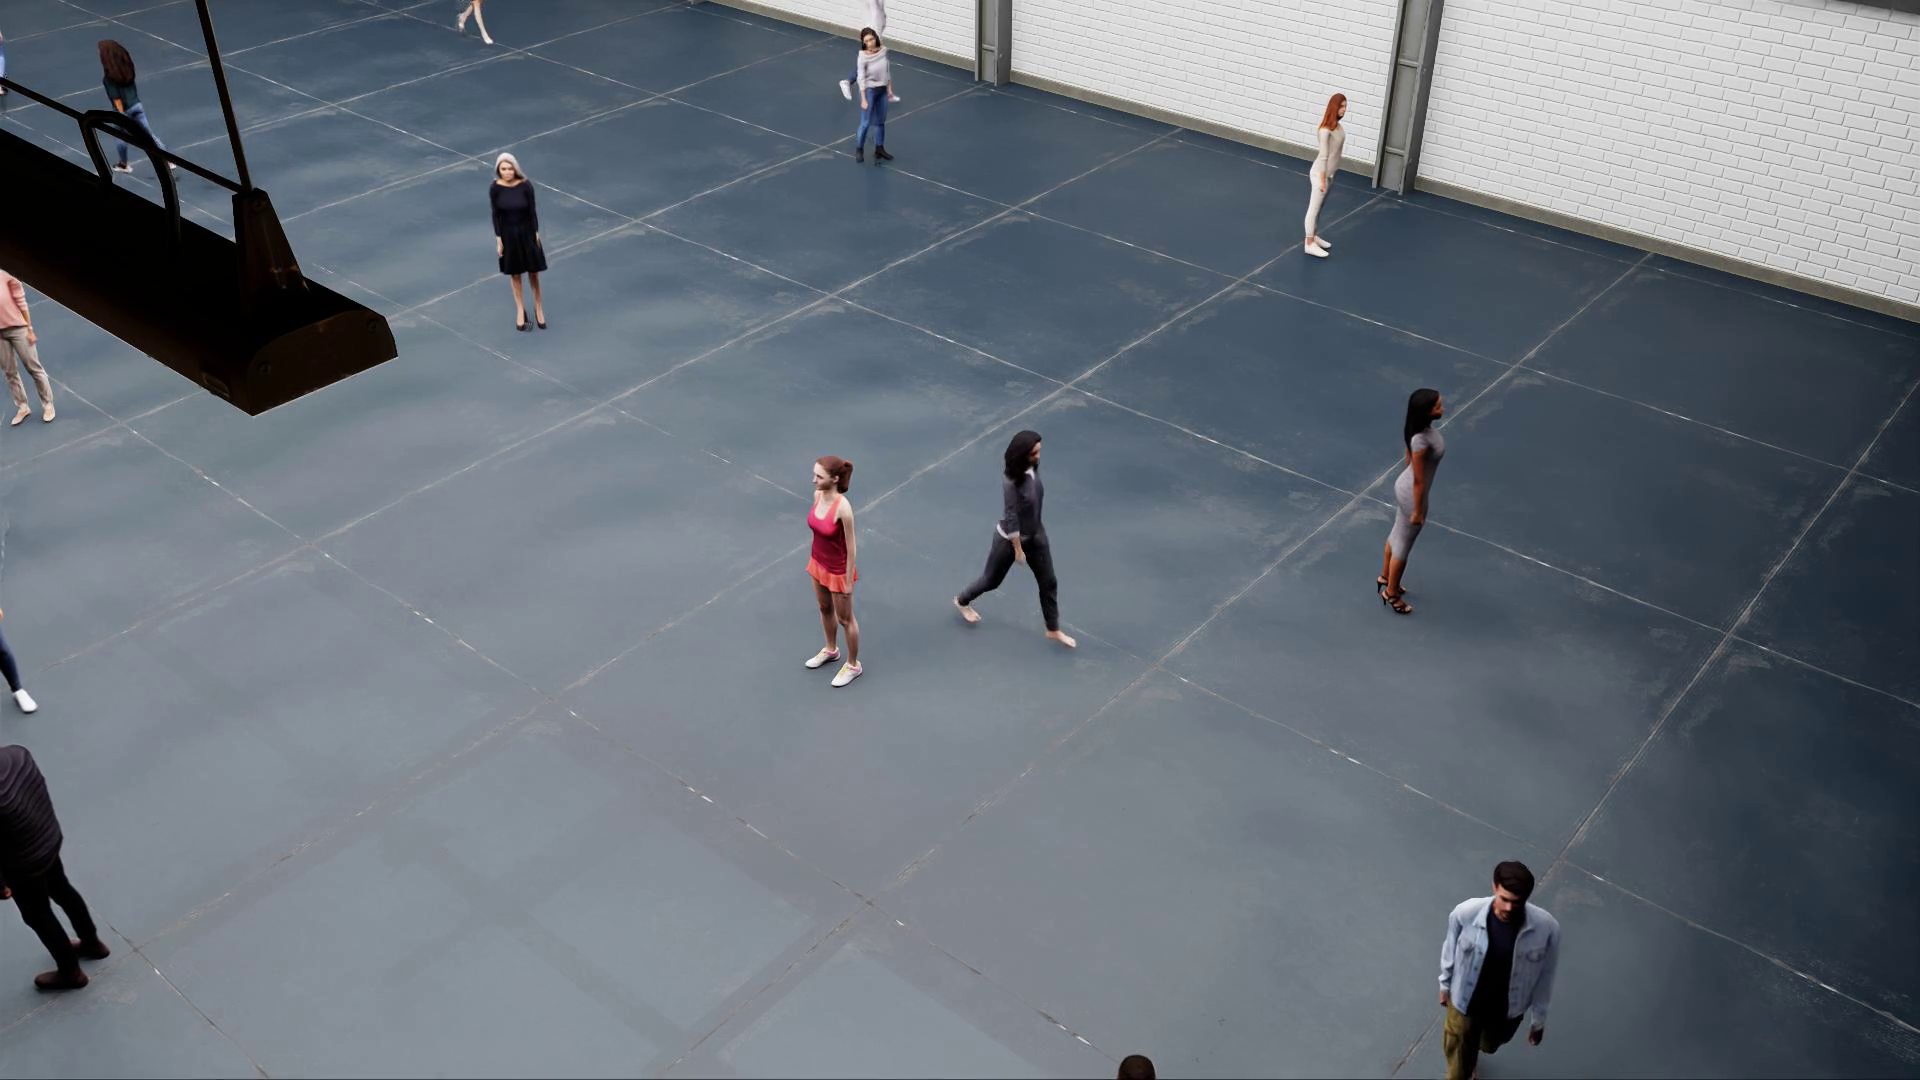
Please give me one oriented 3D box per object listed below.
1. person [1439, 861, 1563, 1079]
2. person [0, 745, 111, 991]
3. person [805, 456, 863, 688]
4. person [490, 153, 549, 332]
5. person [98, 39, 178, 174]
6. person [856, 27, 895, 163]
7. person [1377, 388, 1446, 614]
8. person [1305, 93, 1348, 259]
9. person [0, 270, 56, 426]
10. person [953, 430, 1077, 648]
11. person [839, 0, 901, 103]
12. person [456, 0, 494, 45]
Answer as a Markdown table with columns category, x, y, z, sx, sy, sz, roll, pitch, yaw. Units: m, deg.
| category | x | y | z | sx | sy | sz | roll | pitch | yaw |
| --- | --- | --- | --- | --- | --- | --- | --- | --- | --- |
| person | 2.618 | 2.225 | 8.222 | 1.212 | 1.771 | 1.087 | 8 | 34 | 11 |
| person | -5.028 | 1.690 | 8.969 | 0.809 | 1.836 | 0.783 | 1 | 34 | 2 |
| person | -0.863 | 0.187 | 11.306 | 0.648 | 1.753 | 0.525 | -27 | 42 | -34 |
| person | -4.221 | -2.857 | 15.891 | 0.700 | 1.747 | 0.743 | -7 | 34 | -10 |
| person | -9.528 | -4.953 | 19.195 | 1.169 | 1.580 | 0.825 | 13 | 36 | 18 |
| person | -0.996 | -5.265 | 19.624 | 0.622 | 1.625 | 0.671 | 24 | 41 | 32 |
| person | 3.251 | -0.294 | 12.004 | 0.681 | 1.781 | 0.664 | 4 | 34 | 6 |
| person | 3.796 | -3.838 | 17.402 | 0.632 | 1.708 | 0.654 | 16 | 37 | 22 |
| person | -8.215 | -1.819 | 14.356 | 0.679 | 1.716 | 0.722 | -5 | 34 | -8 |
| person | 0.315 | -0.017 | 11.651 | 1.208 | 1.710 | 0.686 | 19 | 38 | 26 |
| person | -1.170 | -6.422 | 21.245 | 1.100 | 1.758 | 0.976 | 1 | 34 | 1 |
| person | -6.959 | -7.915 | 23.530 | 0.977 | 1.714 | 0.645 | 21 | 39 | 28 |
